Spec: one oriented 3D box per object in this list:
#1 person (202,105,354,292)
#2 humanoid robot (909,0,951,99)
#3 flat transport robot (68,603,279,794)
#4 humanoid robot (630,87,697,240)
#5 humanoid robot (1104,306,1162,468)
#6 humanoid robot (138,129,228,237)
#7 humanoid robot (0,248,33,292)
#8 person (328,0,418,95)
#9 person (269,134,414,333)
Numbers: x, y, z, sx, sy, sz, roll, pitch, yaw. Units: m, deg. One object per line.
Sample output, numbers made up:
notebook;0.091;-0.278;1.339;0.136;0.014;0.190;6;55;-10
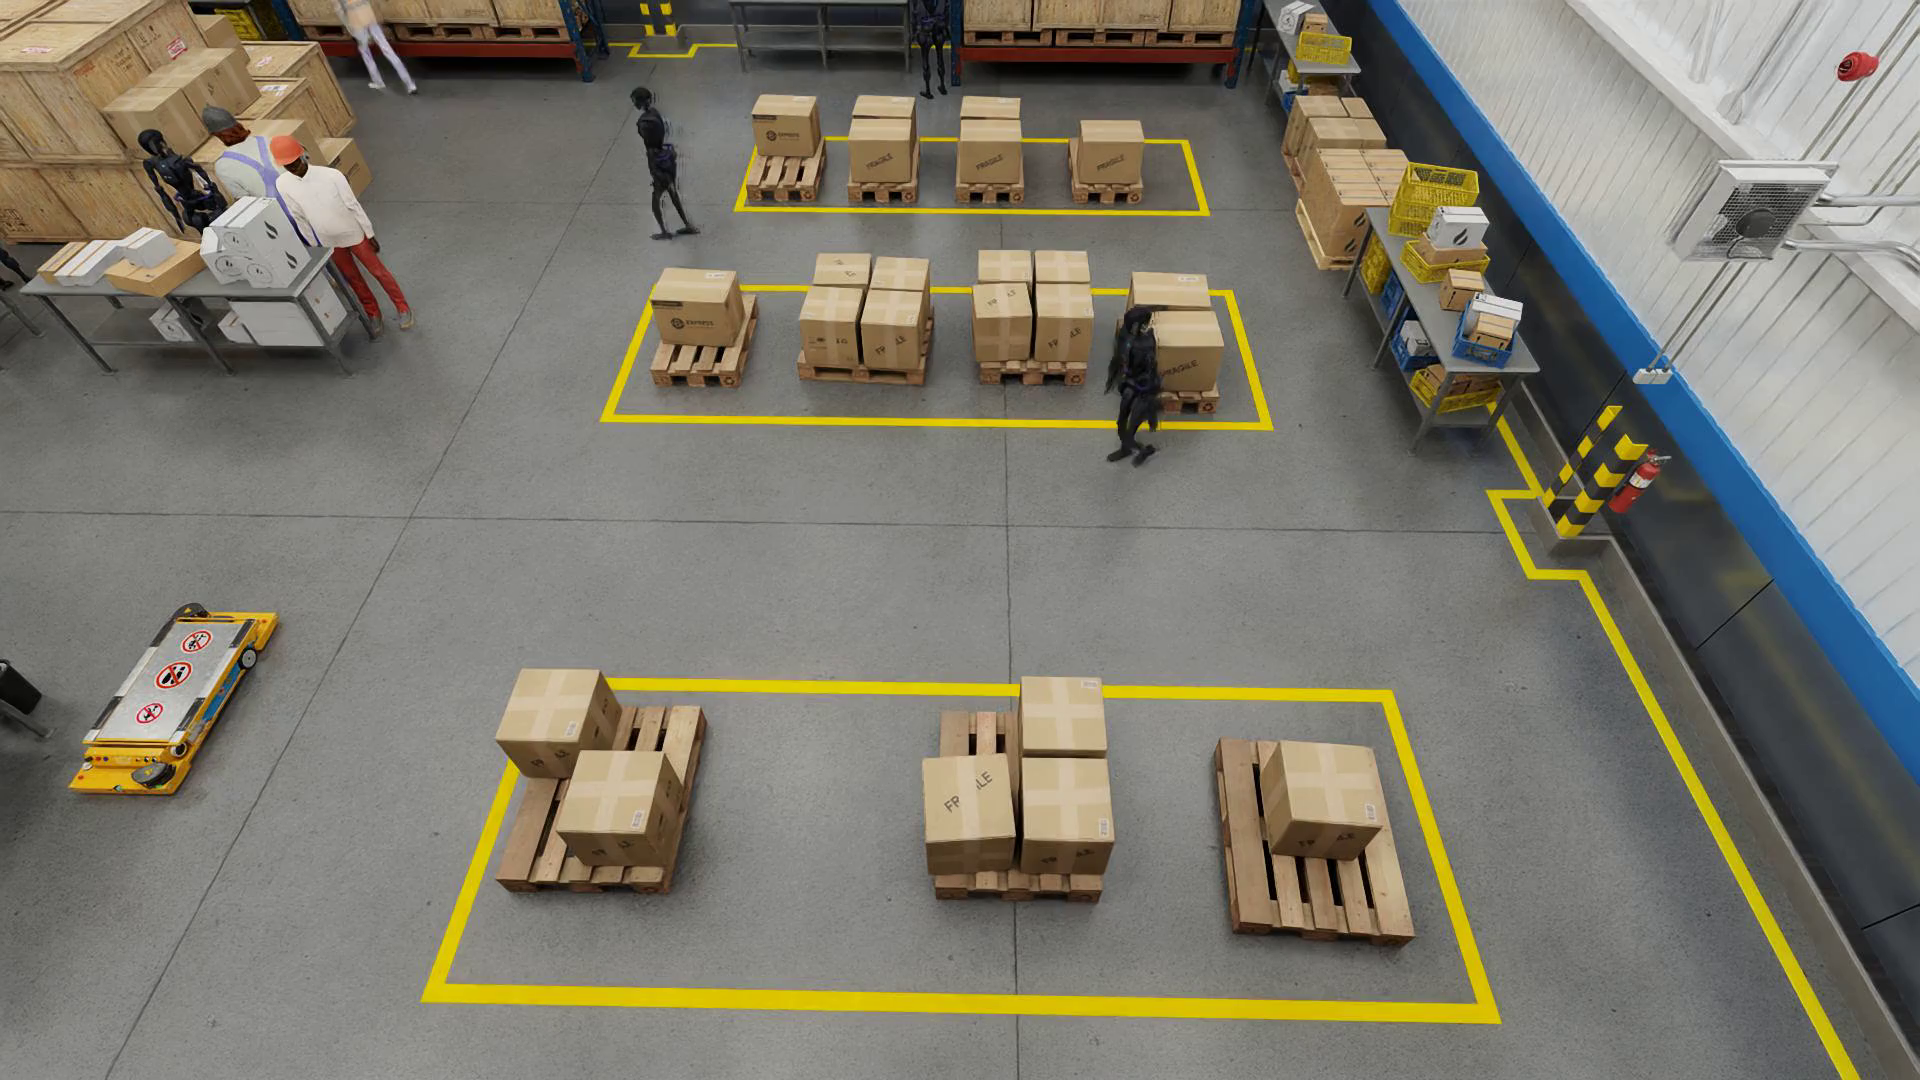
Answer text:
person;-6.675;-3.215;8.928;0.538;2.000;0.681;18;52;15
humanoid robot;-0.390;-6.772;12.166;0.614;1.656;0.313;-25;54;-20
flat transport robot;-5.504;1.072;6.442;0.652;0.197;1.431;1;50;1
humanoid robot;-3.276;-4.010;9.843;0.584;1.636;0.614;3;50;3
humanoid robot;1.430;-1.194;7.453;0.393;1.633;0.654;-20;53;-16
humanoid robot;-7.635;-3.312;9.238;0.616;1.656;0.308;-4;50;-4
humanoid robot;-10.041;-3.195;9.140;0.602;1.654;0.324;-6;50;-5
person;-7.910;-6.843;12.114;0.937;1.865;0.604;25;54;20
person;-5.856;-2.859;8.666;0.616;1.990;0.394;-9;50;-7
